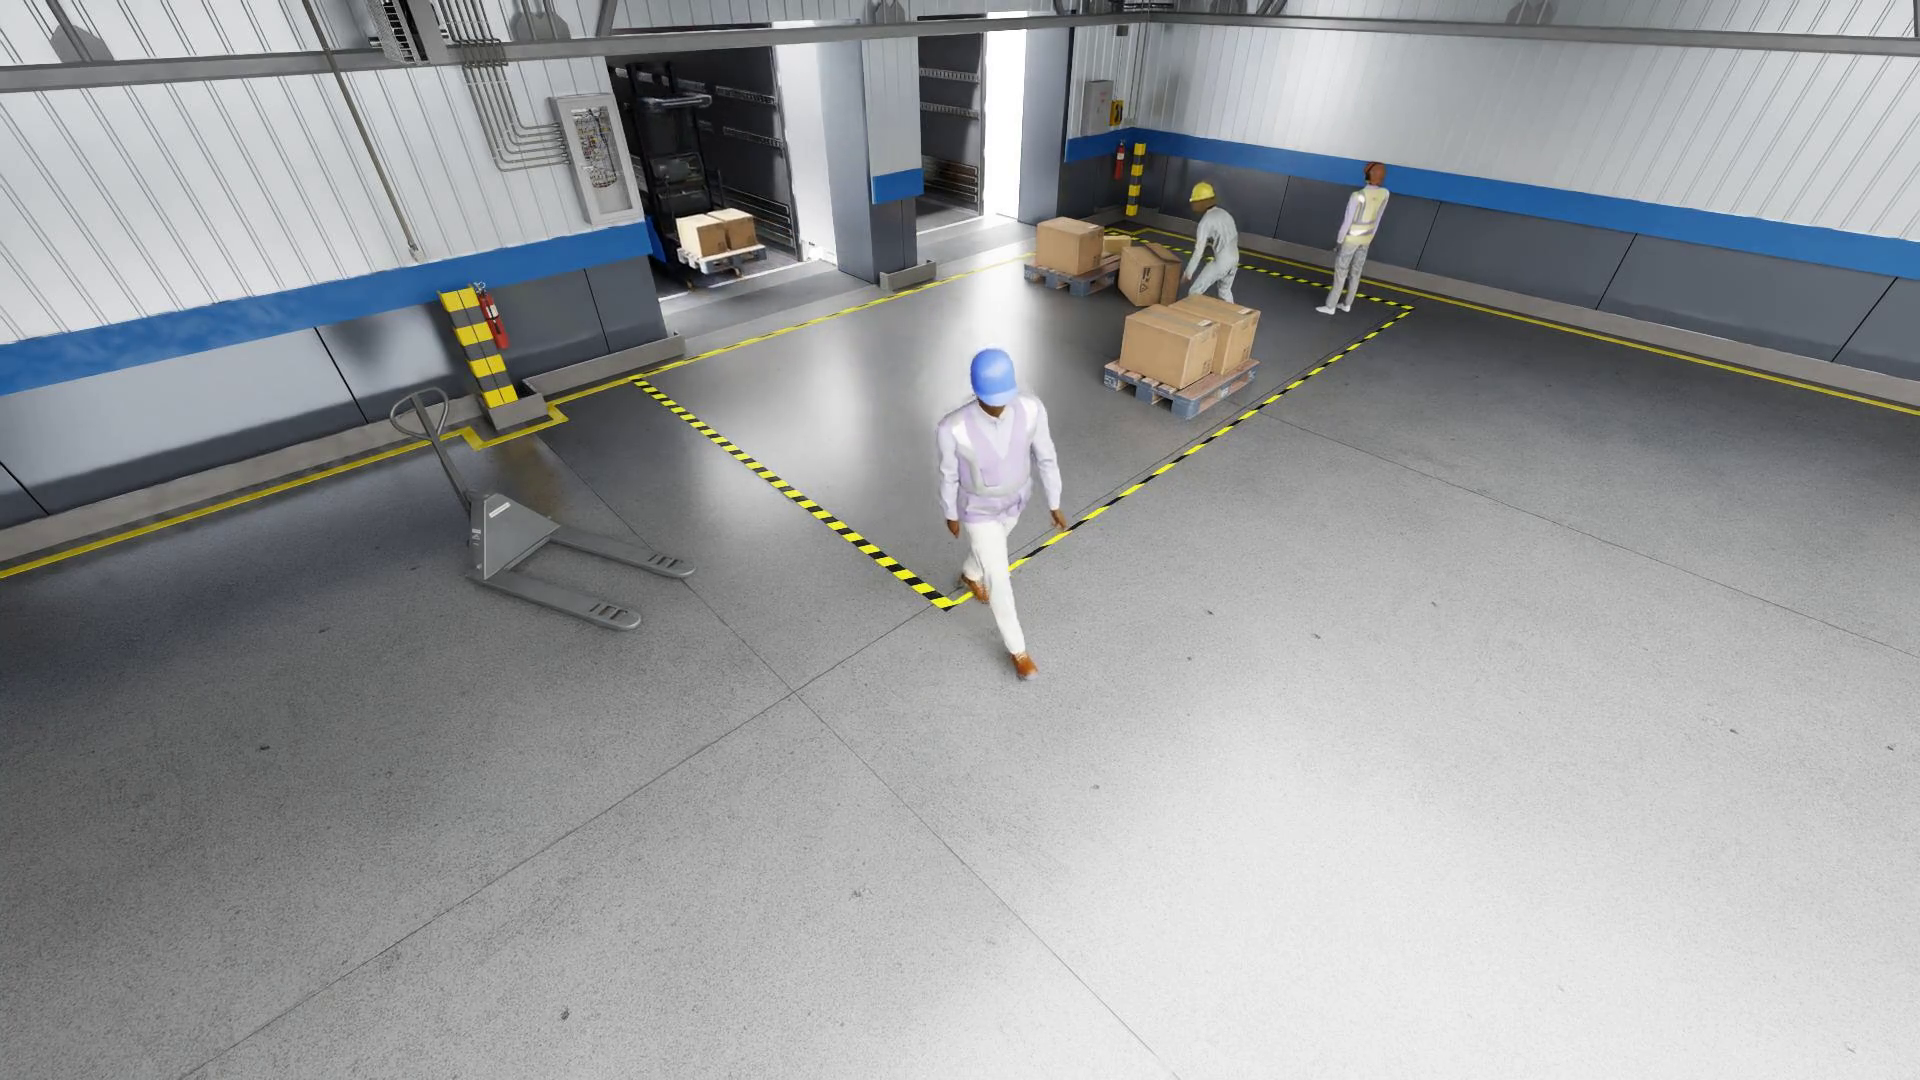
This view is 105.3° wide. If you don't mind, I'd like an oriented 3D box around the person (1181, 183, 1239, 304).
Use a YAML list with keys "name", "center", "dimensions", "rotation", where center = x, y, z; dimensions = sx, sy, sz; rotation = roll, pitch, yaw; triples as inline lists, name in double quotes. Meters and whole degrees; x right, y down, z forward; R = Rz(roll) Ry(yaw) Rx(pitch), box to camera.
- name: "person"
  center: [2.677, -2.930, 7.812]
  dimensions: [0.659, 1.561, 0.686]
  rotation: [-30, 47, -33]

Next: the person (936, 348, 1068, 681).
- name: "person"
  center: [0.217, -0.165, 3.963]
  dimensions: [0.616, 1.871, 1.031]
  rotation: [-20, 42, -24]

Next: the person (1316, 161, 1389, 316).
- name: "person"
  center: [4.483, -3.388, 8.328]
  dimensions: [0.521, 1.638, 0.308]
  rotation: [-12, 39, -15]

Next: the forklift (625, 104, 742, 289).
- name: "forklift"
  center: [-3.790, -4.518, 9.464]
  dimensions: [0.716, 2.013, 0.776]
  rotation: [-31, 47, -33]

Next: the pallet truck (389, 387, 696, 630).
- name: "pallet truck"
  center: [-2.613, -0.247, 4.593]
  dimensions: [1.601, 1.201, 0.680]
  rotation: [14, 40, 17]
